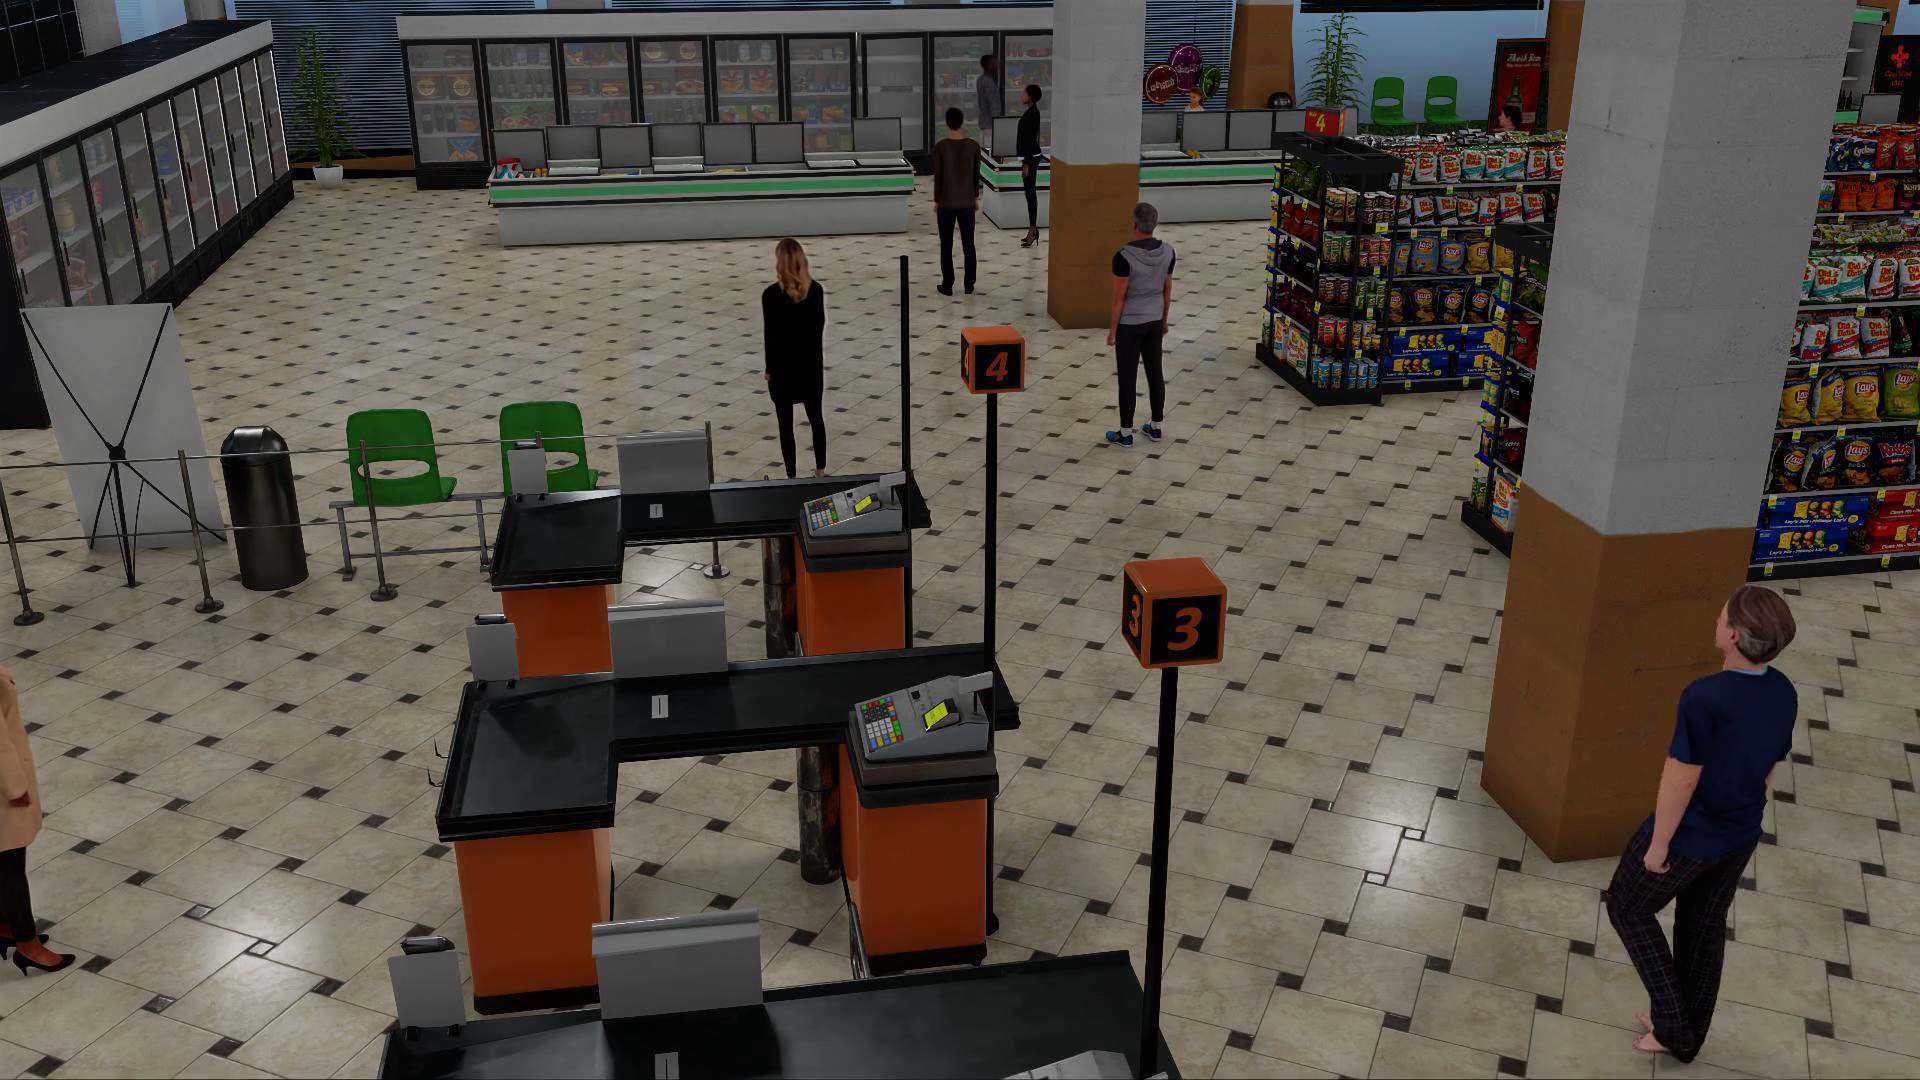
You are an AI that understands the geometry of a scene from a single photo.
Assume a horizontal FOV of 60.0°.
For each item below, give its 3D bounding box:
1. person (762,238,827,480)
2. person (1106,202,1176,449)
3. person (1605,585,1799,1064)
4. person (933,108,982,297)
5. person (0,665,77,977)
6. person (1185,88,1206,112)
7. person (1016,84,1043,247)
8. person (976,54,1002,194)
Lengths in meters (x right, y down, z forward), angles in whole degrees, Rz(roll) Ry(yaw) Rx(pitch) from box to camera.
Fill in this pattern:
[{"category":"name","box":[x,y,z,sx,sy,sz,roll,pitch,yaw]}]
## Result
[{"category":"person","box":[-1.134,-1.179,11.455,0.575,1.800,0.728,-13,26,-30]},{"category":"person","box":[1.360,-1.615,12.502,0.636,1.828,0.824,-12,25,-27]},{"category":"person","box":[2.648,1.069,5.782,0.669,1.857,0.792,-7,23,-18]},{"category":"person","box":[-0.040,-3.458,17.010,0.513,1.887,0.722,-6,23,-14]},{"category":"person","box":[-3.755,0.911,6.411,0.734,1.682,0.719,-20,30,-41]},{"category":"person","box":[3.264,-5.637,23.201,0.562,1.314,0.615,20,29,40]},{"category":"person","box":[0.814,-4.348,19.295,0.617,1.834,0.664,3,22,7]},{"category":"person","box":[0.368,-5.579,22.353,0.582,1.839,0.701,-6,23,-15]}]
